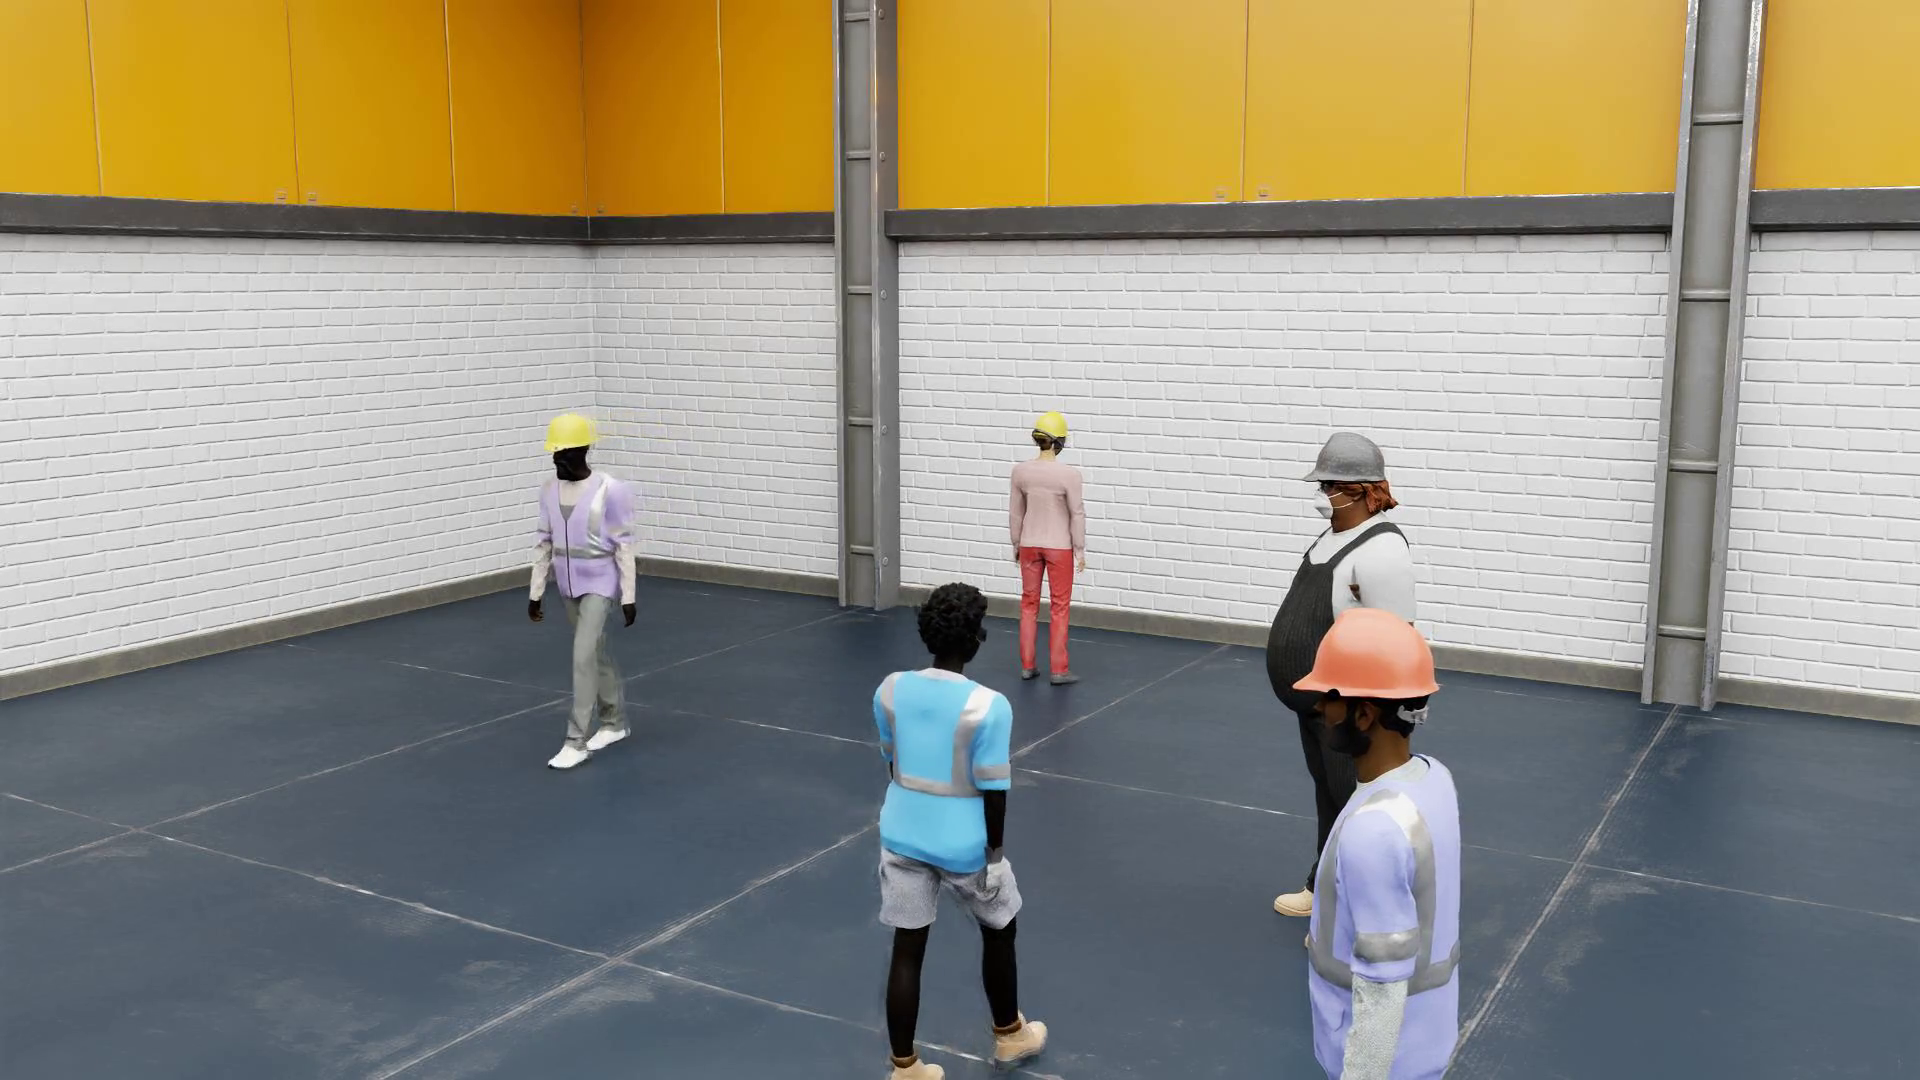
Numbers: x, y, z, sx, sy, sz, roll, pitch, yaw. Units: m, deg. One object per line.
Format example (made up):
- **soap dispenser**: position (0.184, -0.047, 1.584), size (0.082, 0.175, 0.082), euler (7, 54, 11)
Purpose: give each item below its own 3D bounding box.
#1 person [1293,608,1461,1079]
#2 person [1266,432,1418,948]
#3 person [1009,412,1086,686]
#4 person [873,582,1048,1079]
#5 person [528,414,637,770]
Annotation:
- **person**: position (0.888, 1.105, 3.647), size (0.376, 1.935, 0.550), euler (4, 10, 26)
- **person**: position (1.477, 0.587, 6.557), size (0.538, 2.000, 0.688), euler (-1, 9, -5)
- **person**: position (0.564, 0.061, 10.742), size (0.533, 1.771, 0.373), euler (5, 10, 30)
- **person**: position (0.007, 0.956, 5.420), size (0.538, 1.670, 0.739), euler (6, 11, 31)
- **person**: position (-2.100, 0.270, 8.986), size (0.618, 1.888, 0.865), euler (5, 11, 31)
